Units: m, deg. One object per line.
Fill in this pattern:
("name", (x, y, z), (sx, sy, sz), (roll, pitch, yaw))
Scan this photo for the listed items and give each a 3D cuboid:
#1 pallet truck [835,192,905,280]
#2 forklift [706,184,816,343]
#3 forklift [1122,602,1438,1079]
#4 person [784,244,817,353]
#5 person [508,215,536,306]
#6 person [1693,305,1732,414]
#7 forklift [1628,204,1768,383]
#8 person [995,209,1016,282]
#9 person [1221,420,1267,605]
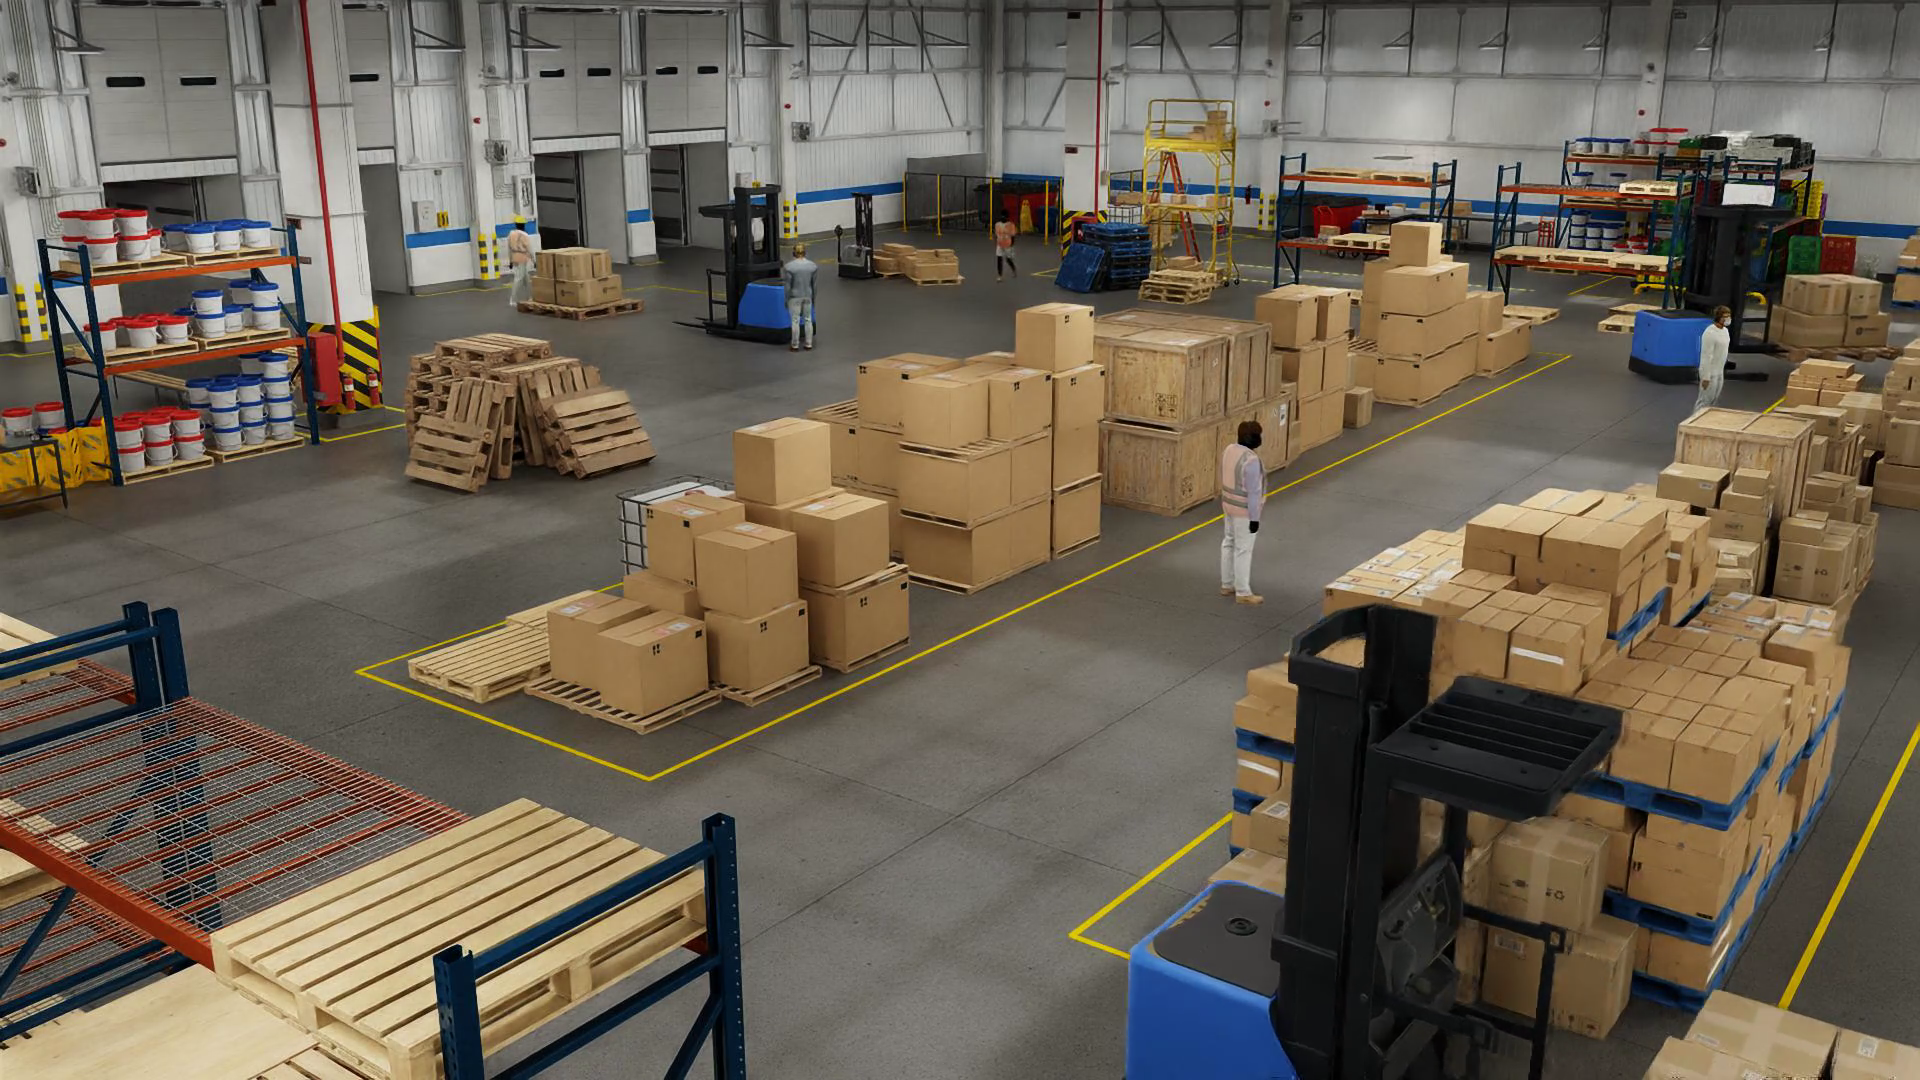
("pallet truck", (-1.936, -7.159, 38.982), (1.885, 1.965, 0.823), (-12, 21, -34))
("forklift", (-3.717, -5.181, 30.929), (1.873, 2.768, 1.129), (12, 21, 35))
("forklift", (1.845, 1.748, 7.985), (1.873, 2.768, 1.129), (12, 21, 35))
("person", (-2.844, -4.309, 29.669), (0.636, 1.931, 0.377), (-9, 19, -28))
("person", (-9.156, -5.878, 34.950), (0.989, 1.875, 0.597), (-16, 23, -42))
("person", (10.360, -2.270, 22.893), (0.359, 1.938, 0.635), (14, 22, 39))
("forklift", (12.170, -4.037, 27.142), (1.873, 2.768, 1.129), (-1, 17, -5))
("person", (1.050, -6.798, 38.323), (0.538, 1.674, 0.606), (9, 19, 28))
("person", (2.809, -0.284, 16.490), (0.430, 1.841, 0.624), (-5, 18, -17))
